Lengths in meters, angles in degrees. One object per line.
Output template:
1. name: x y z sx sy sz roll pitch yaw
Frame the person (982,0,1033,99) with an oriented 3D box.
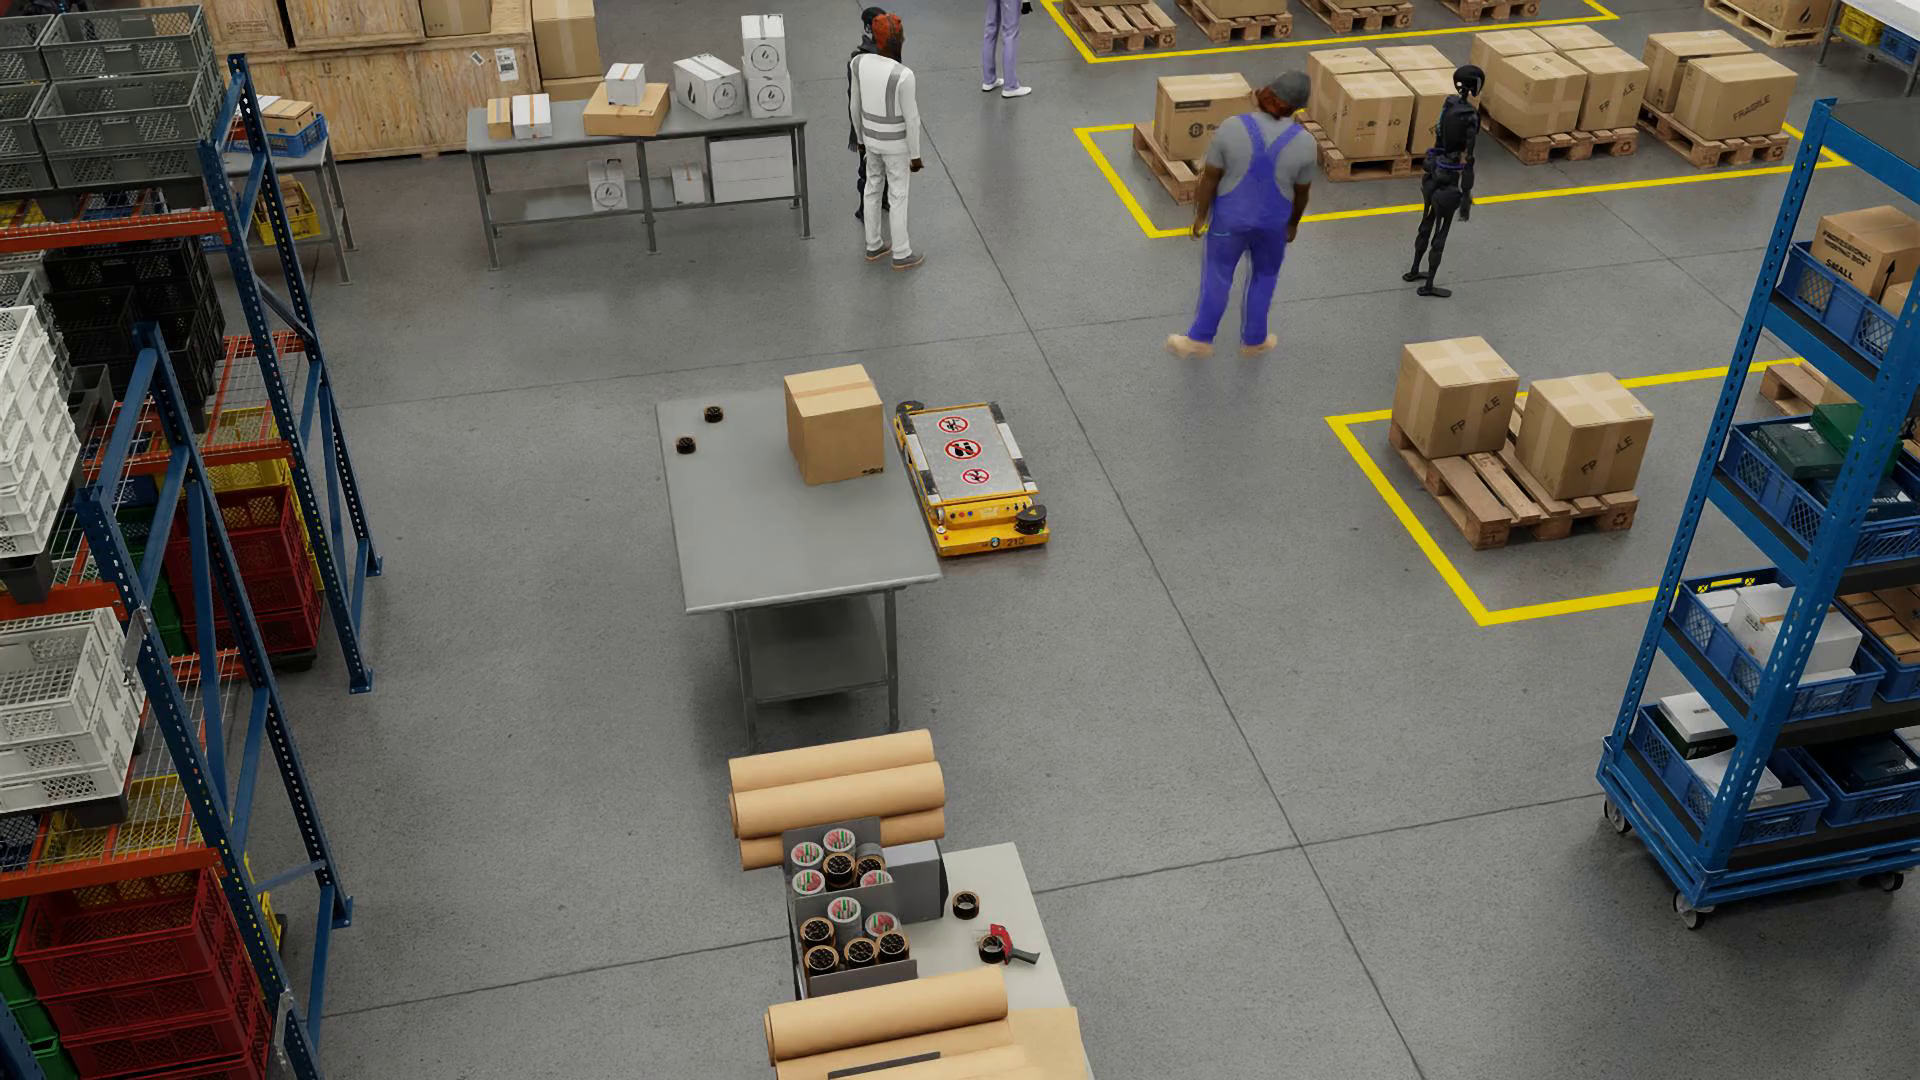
1. person: 0.404 -4.906 14.760 0.591 1.922 0.374 31 46 34

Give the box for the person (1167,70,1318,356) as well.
1. person: 1.861 -2.186 11.009 0.862 2.000 0.536 4 37 5

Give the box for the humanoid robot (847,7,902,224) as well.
1. humanoid robot: -0.632 -3.249 12.730 0.314 1.657 0.609 30 46 34

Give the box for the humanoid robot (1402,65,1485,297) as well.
1. humanoid robot: 3.456 -2.562 11.804 0.315 1.657 0.603 -5 37 -7

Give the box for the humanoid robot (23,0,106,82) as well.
1. humanoid robot: -7.232 -3.858 13.551 0.321 1.652 0.603 22 42 27

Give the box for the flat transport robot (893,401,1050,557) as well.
1. flat transport robot: 0.046 -0.430 10.108 0.652 0.197 1.431 -8 37 -10

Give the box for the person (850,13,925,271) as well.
1. person: -0.522 -2.872 12.061 0.582 1.881 0.340 25 43 29
